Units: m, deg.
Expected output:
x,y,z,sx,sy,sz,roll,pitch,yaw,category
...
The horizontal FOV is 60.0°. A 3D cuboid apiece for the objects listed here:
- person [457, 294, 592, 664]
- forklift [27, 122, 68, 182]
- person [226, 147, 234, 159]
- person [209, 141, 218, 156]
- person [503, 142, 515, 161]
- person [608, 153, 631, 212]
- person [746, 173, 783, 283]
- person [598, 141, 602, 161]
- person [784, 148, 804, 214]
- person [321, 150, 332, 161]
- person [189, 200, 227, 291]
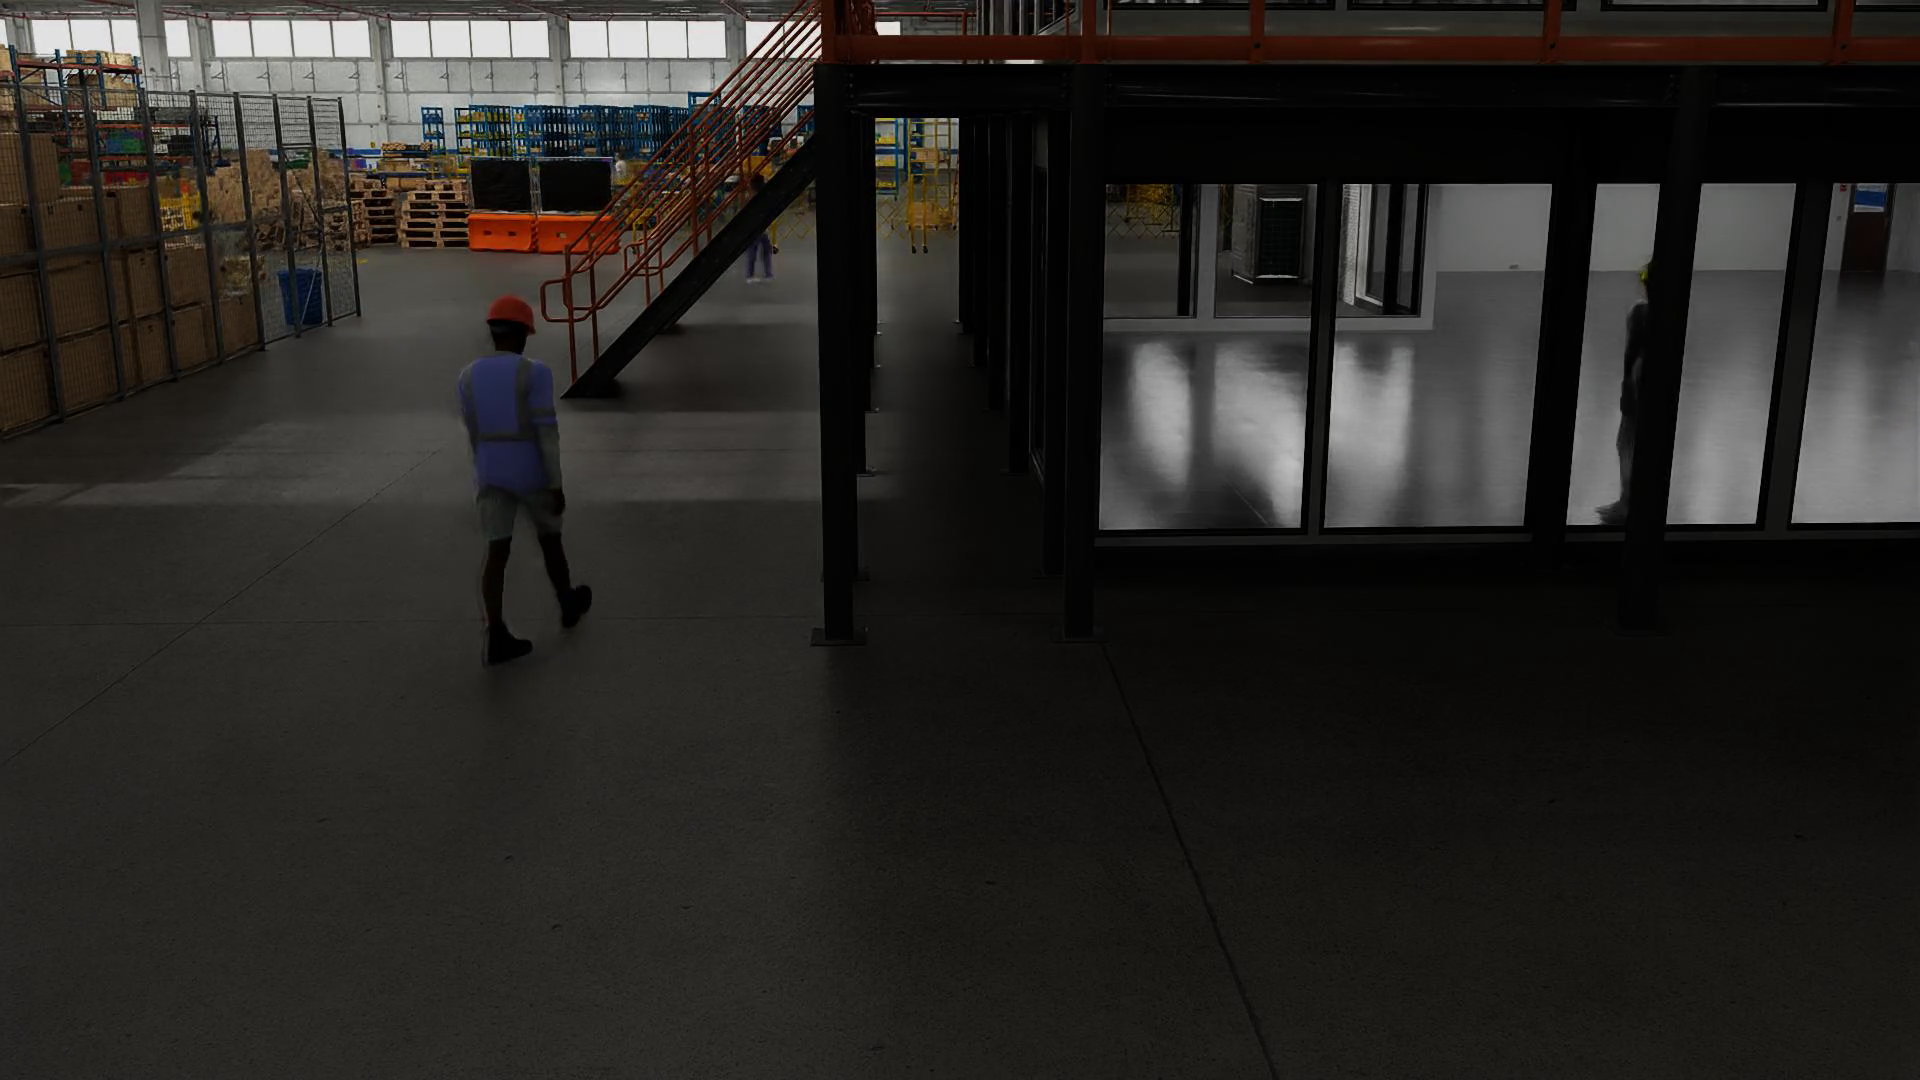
x,y,z,sx,sy,sz,roll,pitch,yaw,category
-2.284,-0.344,8.781,0.621,1.861,0.988,3,14,14,person
-35.376,-14.773,64.377,1.129,2.768,1.873,-1,14,-2,forklift
-32.590,-16.638,74.137,0.669,1.746,0.530,1,14,5,person
-40.264,-20.605,89.750,0.589,1.866,1.031,-9,17,-33,person
-23.839,-20.106,87.868,0.600,1.811,0.732,-4,15,-17,person
-10.698,-11.238,52.340,0.992,1.865,0.656,0,14,0,person
-3.430,-5.432,29.038,0.768,1.891,0.635,2,14,8,person
-18.033,-19.074,83.376,0.395,1.991,0.624,10,17,34,person
-5.221,-11.118,51.562,1.010,1.991,0.621,9,16,31,person
-22.985,-13.213,60.291,0.588,1.823,0.403,-3,14,-11,person
-10.462,-3.915,23.339,0.479,1.714,0.730,12,18,39,person
